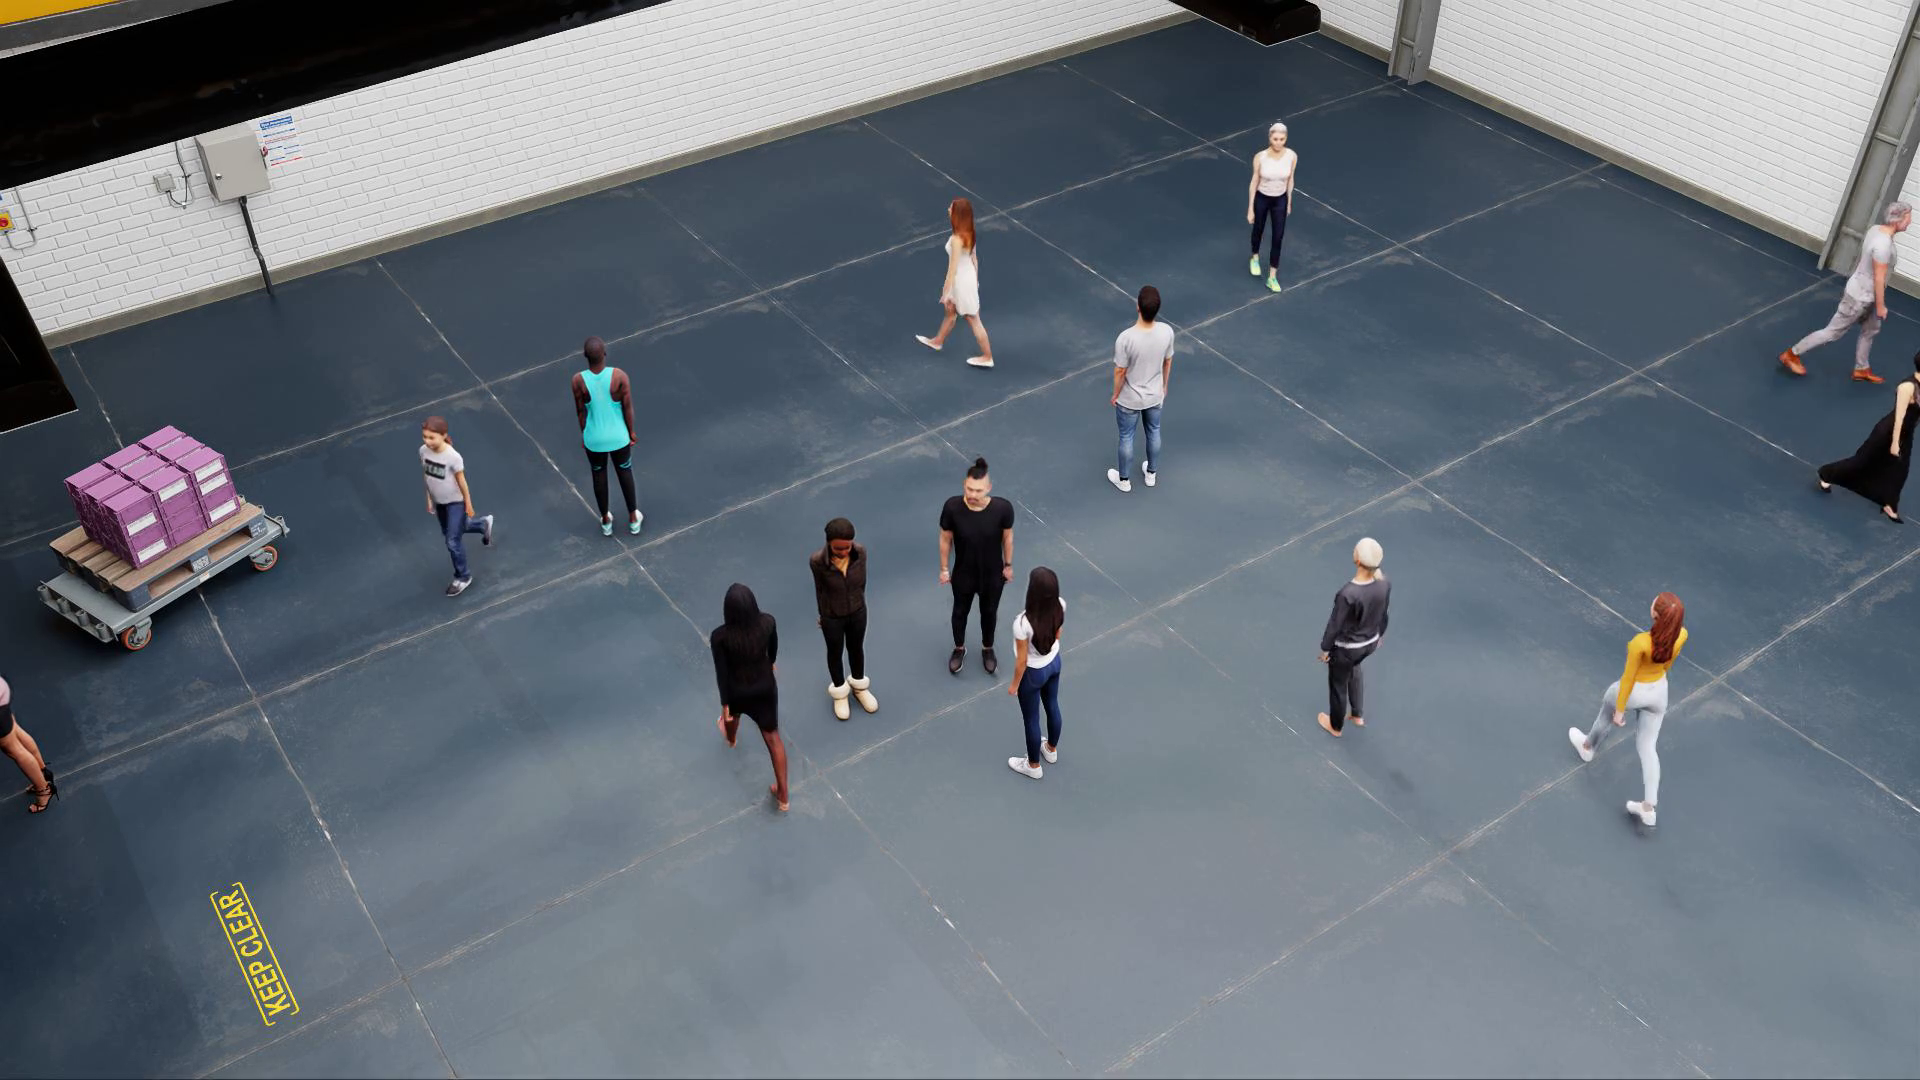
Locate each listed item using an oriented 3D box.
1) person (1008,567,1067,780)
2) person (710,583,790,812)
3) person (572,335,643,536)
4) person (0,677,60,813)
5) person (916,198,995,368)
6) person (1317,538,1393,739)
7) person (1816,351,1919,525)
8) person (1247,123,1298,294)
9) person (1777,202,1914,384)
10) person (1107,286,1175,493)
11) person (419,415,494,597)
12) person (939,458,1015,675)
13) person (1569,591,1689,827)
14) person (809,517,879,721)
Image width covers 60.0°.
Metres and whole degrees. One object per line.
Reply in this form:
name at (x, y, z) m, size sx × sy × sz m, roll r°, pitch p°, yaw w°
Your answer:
person at (0.535, 0.880, 11.107) m, size 0.567 × 1.774 × 0.623 m, roll 32°, pitch 48°, yaw 33°
person at (-1.350, 1.057, 10.973) m, size 0.787 × 1.664 × 1.242 m, roll -16°, pitch 41°, yaw -19°
person at (-2.810, -0.816, 13.205) m, size 0.666 × 1.806 × 0.653 m, roll -8°, pitch 39°, yaw -10°
person at (-6.301, 1.075, 10.833) m, size 0.725 × 1.811 × 0.531 m, roll -16°, pitch 41°, yaw -19°
person at (0.118, -2.314, 15.185) m, size 1.105 × 1.674 × 0.965 m, roll 12°, pitch 40°, yaw 15°
person at (2.738, 0.722, 11.348) m, size 0.655 × 1.720 × 0.611 m, roll -18°, pitch 42°, yaw -21°
person at (7.486, -0.892, 13.491) m, size 0.564 × 1.567 × 0.976 m, roll -23°, pitch 44°, yaw -26°
person at (3.055, -3.387, 16.529) m, size 0.921 × 1.676 × 1.059 m, roll -1°, pitch 39°, yaw -2°
person at (8.000, -2.195, 14.947) m, size 1.285 × 1.785 × 1.064 m, roll 17°, pitch 41°, yaw 20°
person at (1.490, -1.237, 13.665) m, size 0.729 × 1.890 × 0.668 m, roll -12°, pitch 40°, yaw -15°
person at (-3.895, -0.351, 12.832) m, size 0.938 × 1.544 × 0.861 m, roll 17°, pitch 42°, yaw 21°
person at (0.124, 0.179, 11.910) m, size 0.778 × 1.868 × 0.799 m, roll 1°, pitch 39°, yaw 1°
person at (4.506, 1.104, 10.882) m, size 0.931 × 1.705 × 1.268 m, roll -7°, pitch 39°, yaw -9°
person at (-0.830, 0.493, 11.682) m, size 0.657 × 1.661 × 0.603 m, roll -23°, pitch 44°, yaw -26°
